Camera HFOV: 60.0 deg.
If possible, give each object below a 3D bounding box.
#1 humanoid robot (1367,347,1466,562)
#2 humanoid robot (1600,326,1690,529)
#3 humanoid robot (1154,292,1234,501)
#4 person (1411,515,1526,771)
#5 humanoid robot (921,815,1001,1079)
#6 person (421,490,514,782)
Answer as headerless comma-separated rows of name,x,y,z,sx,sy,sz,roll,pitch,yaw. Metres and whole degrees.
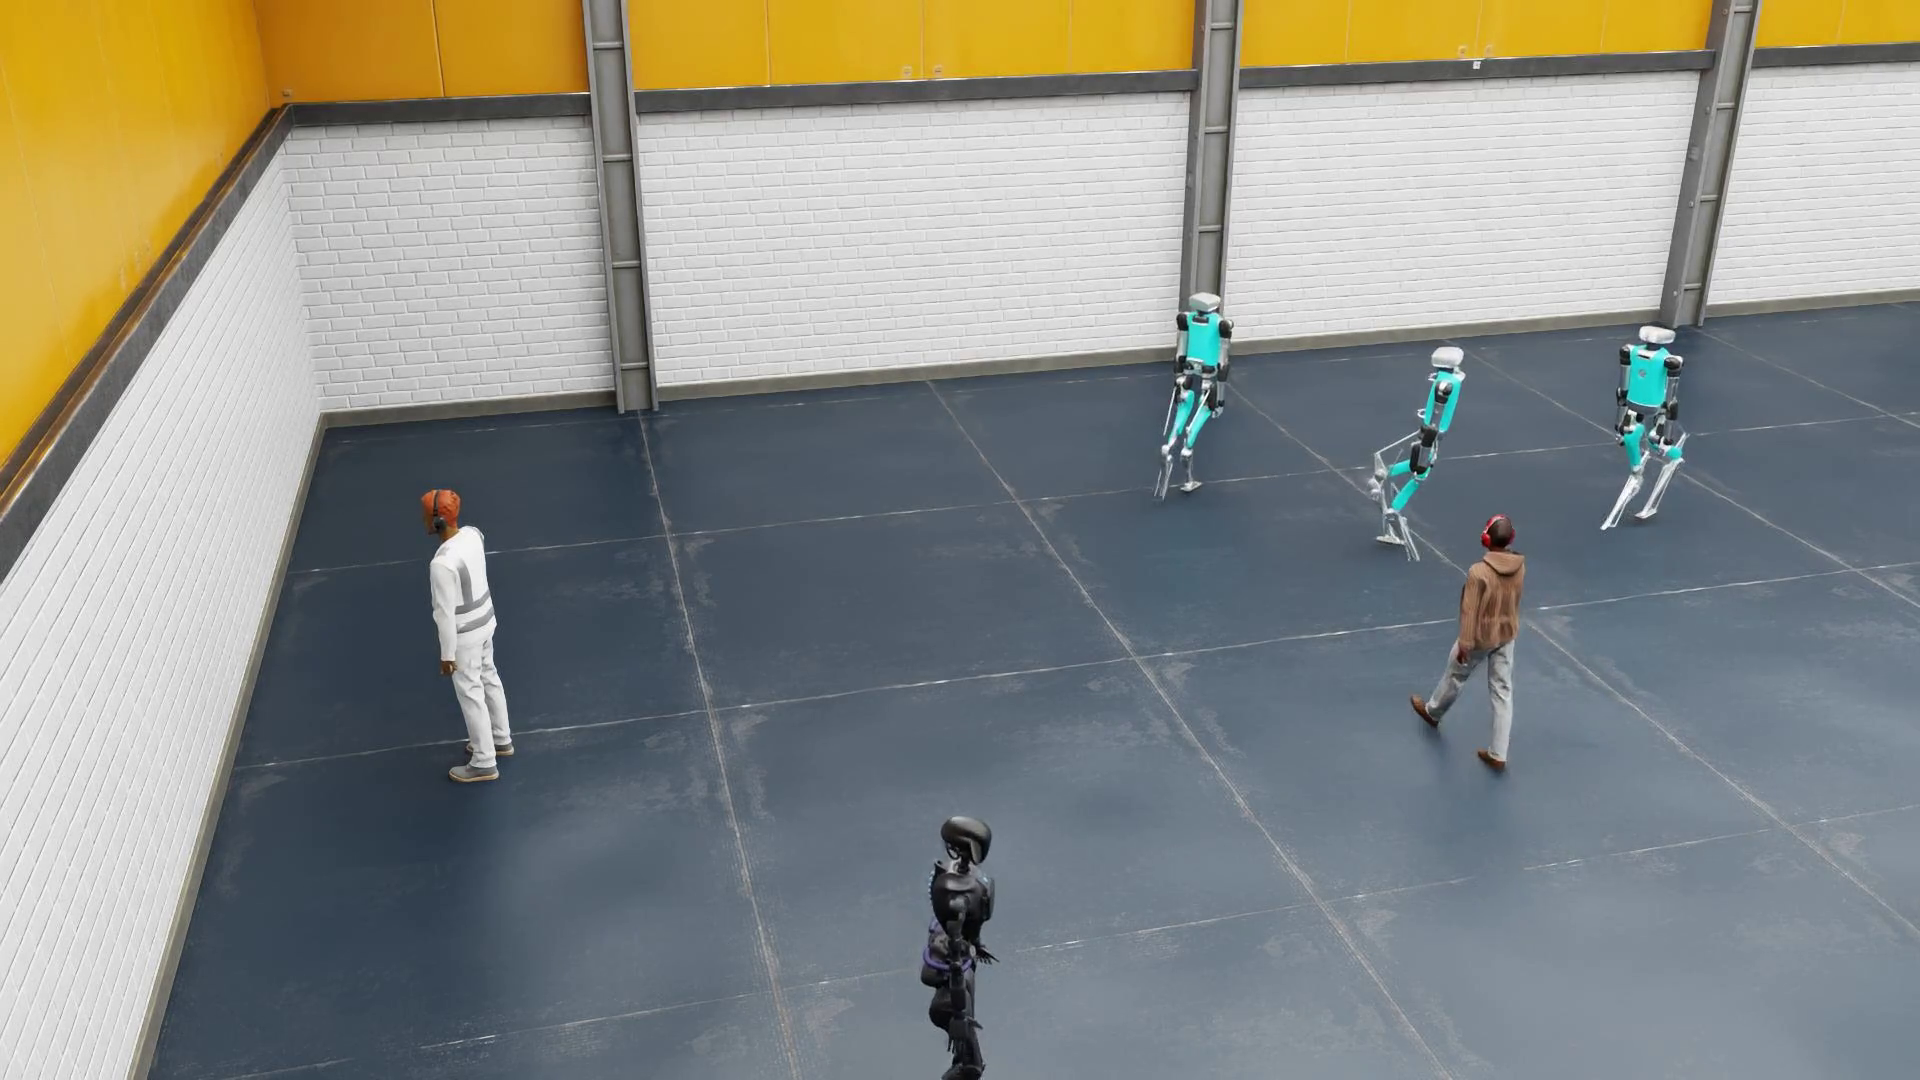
humanoid robot,3.487,-0.668,13.090,0.786,1.801,0.541,10,26,22
humanoid robot,5.701,-0.908,13.636,0.827,1.803,0.541,-16,29,-32
humanoid robot,1.929,-1.125,14.235,0.544,1.895,0.767,18,30,36
person,3.239,0.578,10.371,0.499,1.604,0.860,-8,25,-17
humanoid robot,-0.037,1.894,7.311,0.412,1.651,0.590,3,24,7
person,-2.997,0.569,10.081,0.350,1.877,0.571,2,24,5
